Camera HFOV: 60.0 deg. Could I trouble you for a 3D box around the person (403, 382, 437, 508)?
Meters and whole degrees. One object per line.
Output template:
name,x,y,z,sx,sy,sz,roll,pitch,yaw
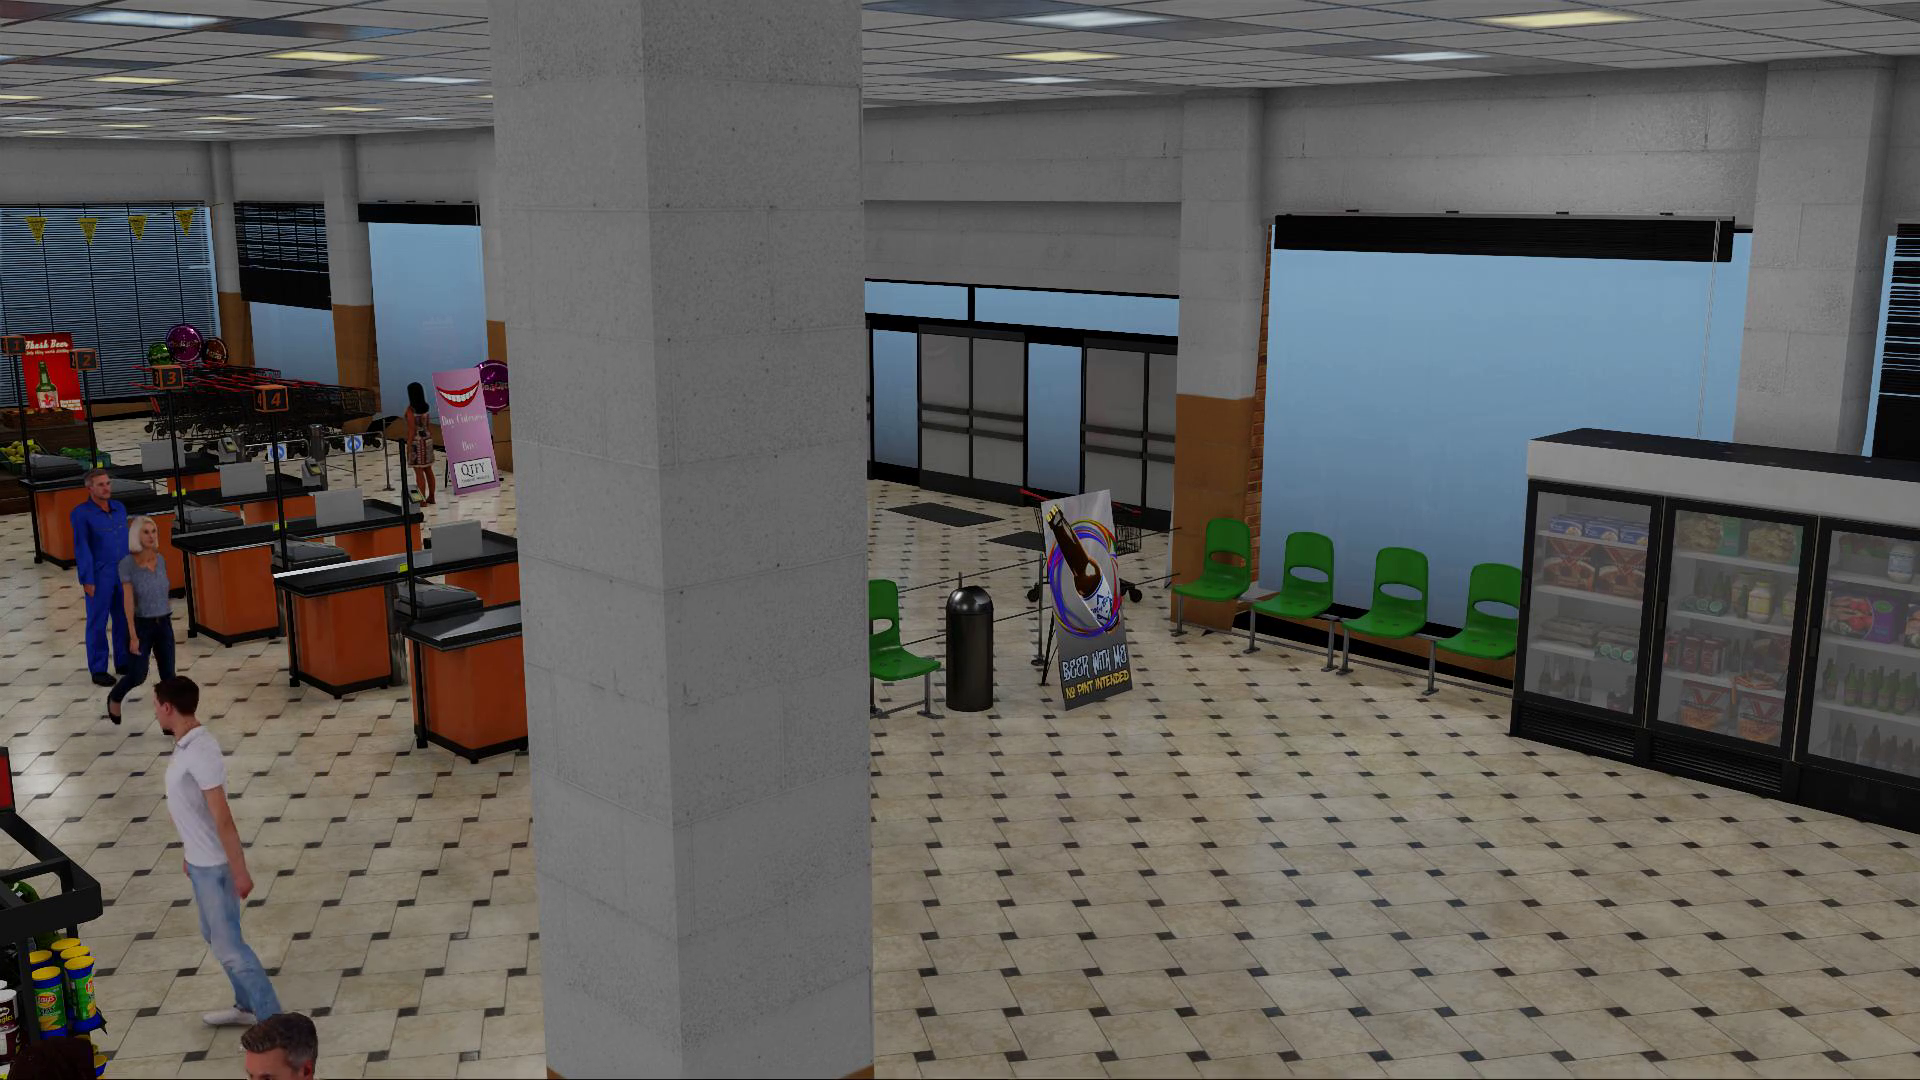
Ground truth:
person,-7.144,-1.270,21.993,0.786,1.645,0.634,4,13,19

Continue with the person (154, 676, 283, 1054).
person,-3.568,1.568,8.096,0.779,1.818,0.914,-11,16,-43

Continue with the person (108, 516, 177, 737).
person,-6.228,0.672,12.629,0.861,1.703,0.994,6,13,25

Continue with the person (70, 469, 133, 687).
person,-7.259,0.292,14.129,0.850,1.829,0.670,4,13,19
